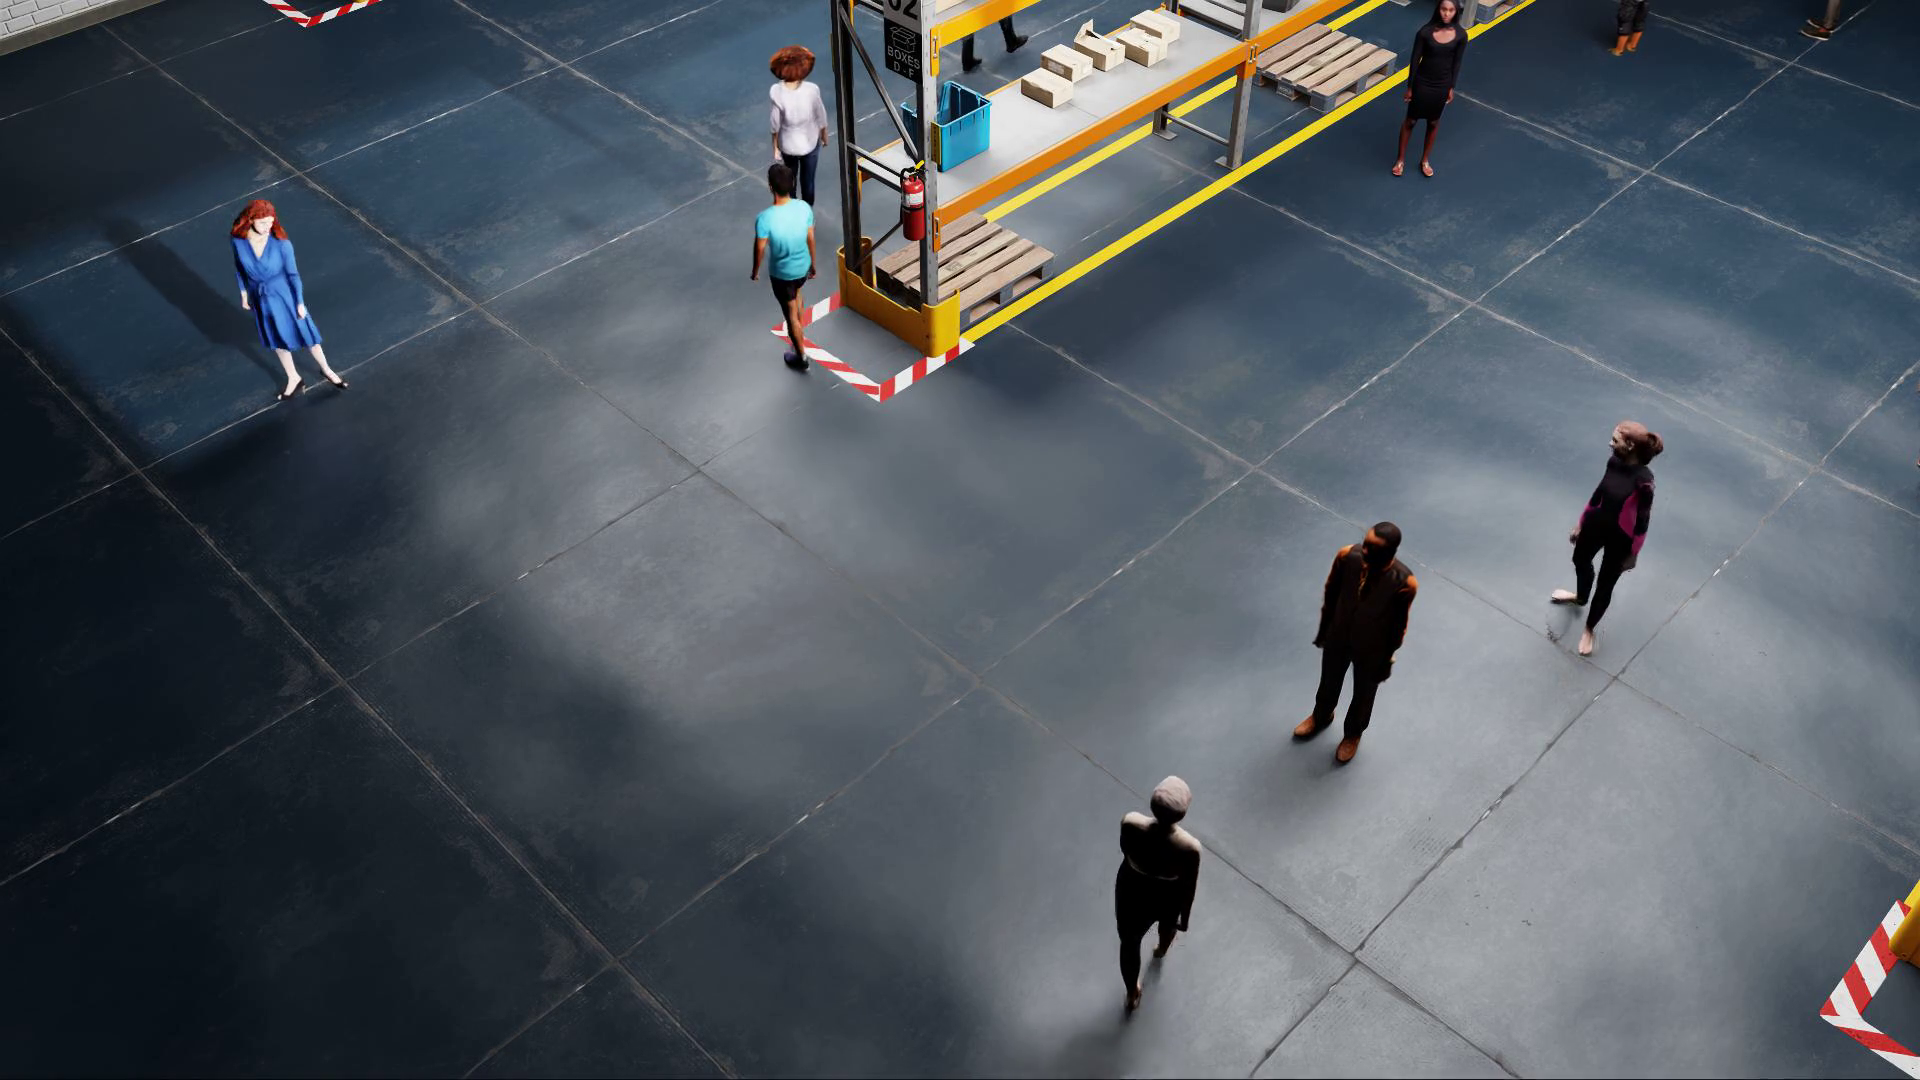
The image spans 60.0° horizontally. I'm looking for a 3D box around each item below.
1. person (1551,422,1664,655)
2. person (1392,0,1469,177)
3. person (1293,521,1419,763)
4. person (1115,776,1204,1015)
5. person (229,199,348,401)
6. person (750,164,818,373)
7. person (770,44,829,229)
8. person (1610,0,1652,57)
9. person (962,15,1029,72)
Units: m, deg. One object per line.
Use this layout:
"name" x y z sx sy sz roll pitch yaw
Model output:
"person" 4.241 0.003 10.760 0.715 1.730 0.782 -28 50 -26
"person" 4.273 -4.122 15.098 0.682 1.720 0.726 2 44 3
"person" 2.416 0.576 10.031 0.701 1.906 0.613 31 52 28
"person" 0.973 1.938 8.732 0.819 1.727 0.965 13 45 14
"person" -5.212 -1.805 12.602 0.807 1.808 0.839 15 46 15
"person" -1.267 -2.046 12.889 0.706 1.760 0.758 -29 51 -27
"person" -1.403 -3.396 14.360 0.897 1.686 0.974 4 44 4
"person" 6.941 -5.658 16.902 0.556 1.454 0.695 -17 46 -17
"person" 0.191 -5.532 16.491 0.722 1.839 1.083 30 51 27
